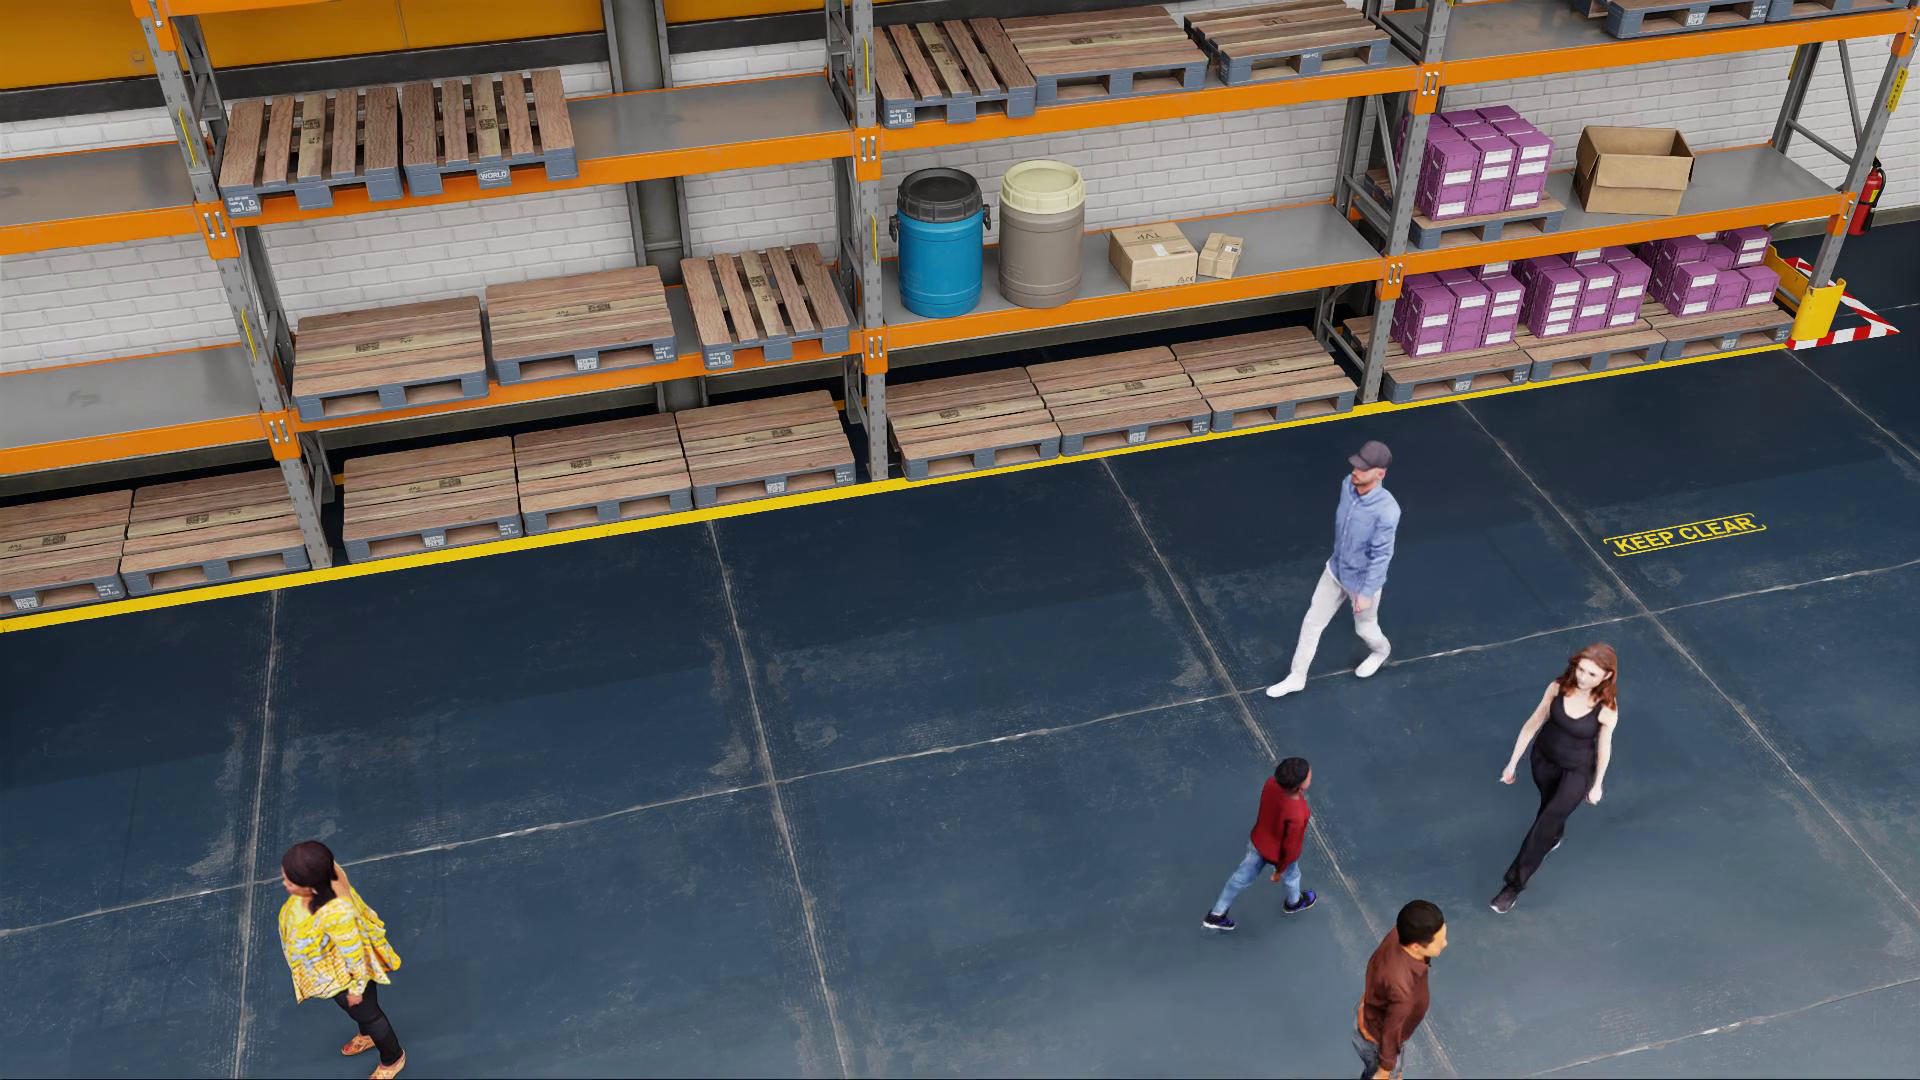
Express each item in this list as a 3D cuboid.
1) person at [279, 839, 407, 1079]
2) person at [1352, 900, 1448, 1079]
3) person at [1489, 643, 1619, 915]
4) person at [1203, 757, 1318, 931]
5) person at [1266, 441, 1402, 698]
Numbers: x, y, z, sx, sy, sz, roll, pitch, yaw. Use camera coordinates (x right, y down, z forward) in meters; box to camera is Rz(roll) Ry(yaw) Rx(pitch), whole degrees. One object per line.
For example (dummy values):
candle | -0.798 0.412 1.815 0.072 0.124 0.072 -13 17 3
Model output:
person | -2.968 2.027 8.013 0.889 1.655 0.844 -27 46 -30
person | 1.854 2.244 7.652 0.978 1.765 0.878 9 40 11
person | 3.322 1.181 9.026 1.149 1.712 0.933 -29 47 -31
person | 1.605 1.645 8.830 0.970 1.231 0.653 -19 42 -22
person | 2.484 0.183 10.157 1.216 1.860 0.862 -20 43 -23
